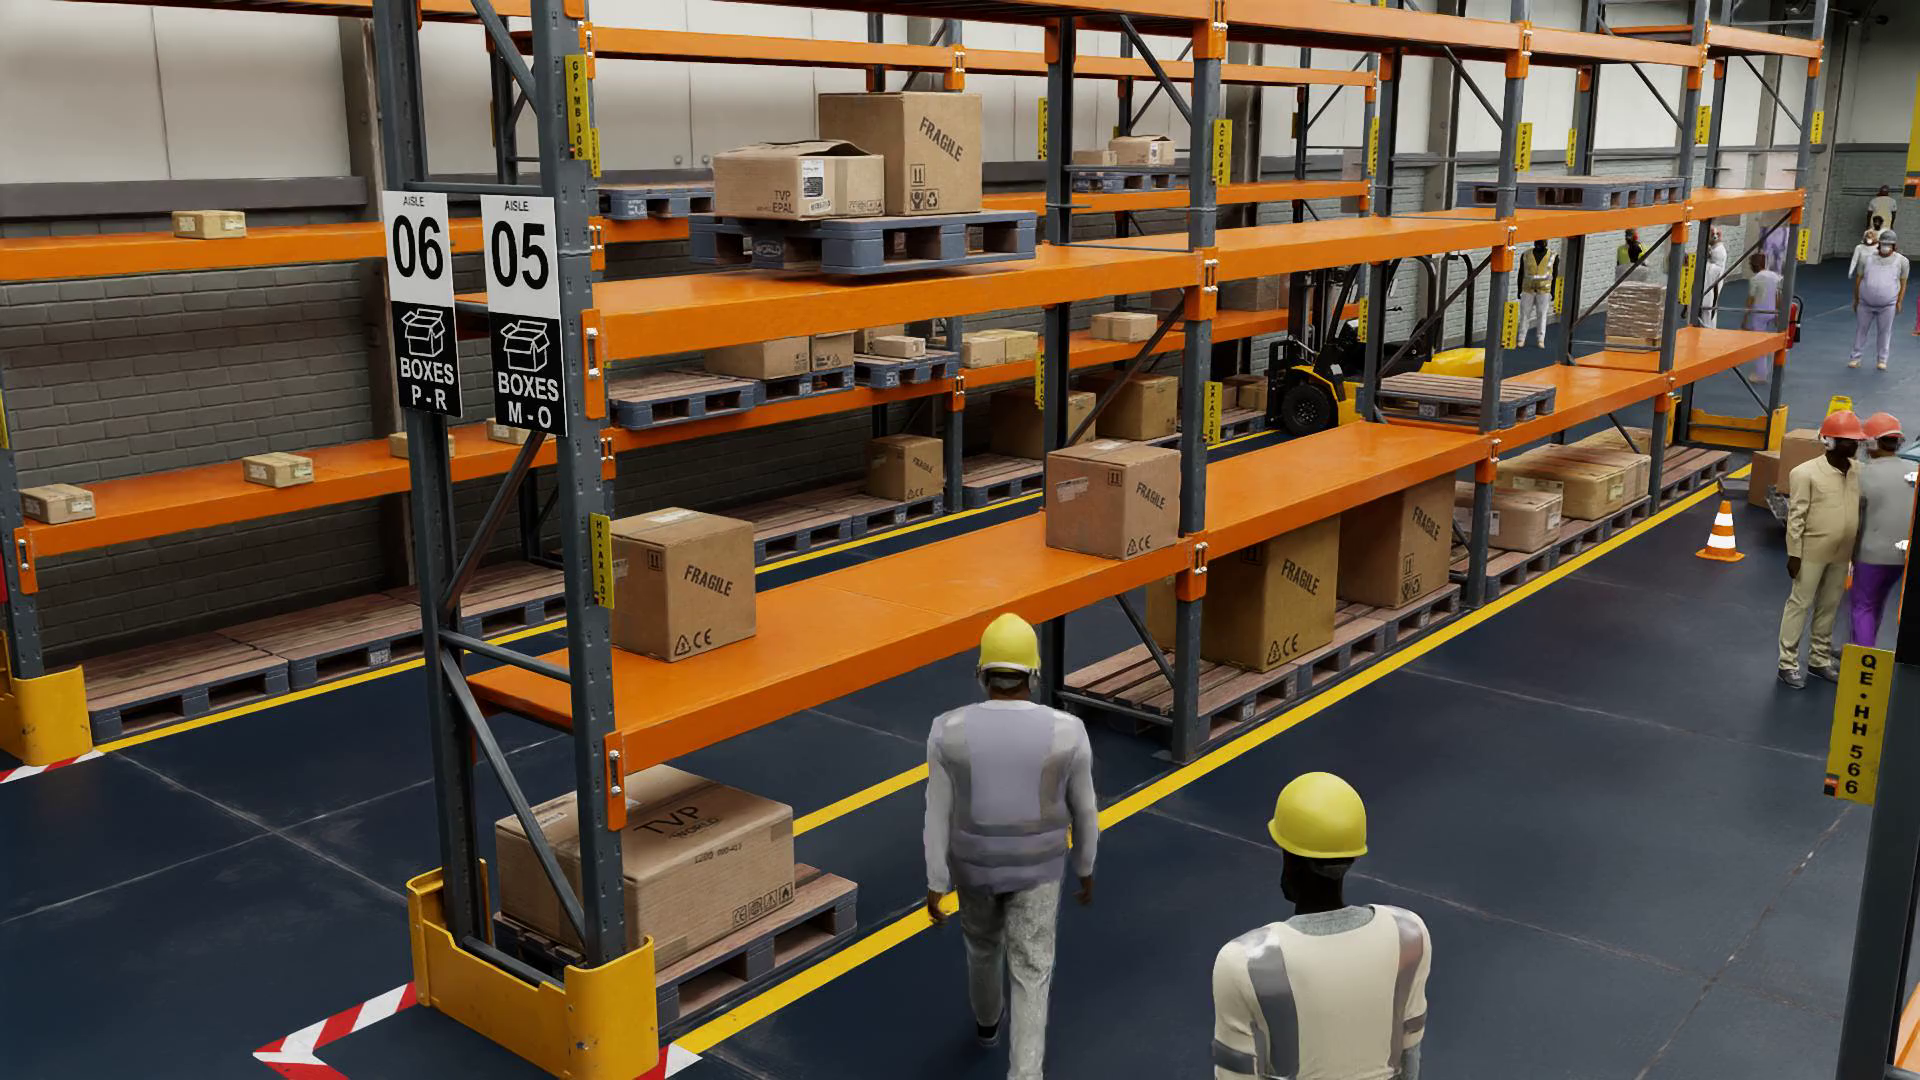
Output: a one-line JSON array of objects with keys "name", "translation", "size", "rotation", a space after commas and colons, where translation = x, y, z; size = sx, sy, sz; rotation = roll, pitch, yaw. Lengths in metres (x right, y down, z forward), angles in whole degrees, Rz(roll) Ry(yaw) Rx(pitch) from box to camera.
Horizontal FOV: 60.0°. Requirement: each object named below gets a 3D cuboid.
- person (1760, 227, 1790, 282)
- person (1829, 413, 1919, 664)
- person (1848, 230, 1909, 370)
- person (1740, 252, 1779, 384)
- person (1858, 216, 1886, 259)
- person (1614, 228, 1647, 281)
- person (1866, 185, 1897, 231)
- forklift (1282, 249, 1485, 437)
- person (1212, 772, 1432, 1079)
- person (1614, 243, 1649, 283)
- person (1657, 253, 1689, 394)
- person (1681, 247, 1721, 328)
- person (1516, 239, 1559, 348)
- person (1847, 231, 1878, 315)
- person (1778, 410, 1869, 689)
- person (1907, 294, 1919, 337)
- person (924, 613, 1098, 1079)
[{"name": "person", "translation": [18.757, -6.837, 38.283], "size": [0.653, 1.853, 0.990], "rotation": [10, 17, 35]}, {"name": "person", "translation": [5.782, 0.052, 10.515], "size": [0.629, 1.714, 0.572], "rotation": [-1, 14, -5]}, {"name": "person", "translation": [13.483, -3.525, 24.421], "size": [0.673, 2.000, 0.535], "rotation": [9, 16, 33]}, {"name": "person", "translation": [11.093, -3.077, 23.087], "size": [0.558, 1.806, 0.510], "rotation": [-8, 16, -29]}, {"name": "person", "translation": [19.775, -6.179, 36.024], "size": [0.910, 1.640, 0.539], "rotation": [-11, 17, -37]}, {"name": "person", "translation": [11.687, -4.530, 28.978], "size": [0.797, 1.822, 0.573], "rotation": [-8, 16, -30]}, {"name": "person", "translation": [24.864, -8.566, 44.944], "size": [0.684, 2.000, 0.536], "rotation": [6, 15, 23]}, {"name": "forklift", "translation": [4.886, -2.214, 18.767], "size": [2.313, 2.155, 1.214], "rotation": [11, 18, 38]}, {"name": "person", "translation": [0.870, 1.505, 4.174], "size": [0.589, 1.928, 0.384], "rotation": [-5, 15, -19]}, {"name": "person", "translation": [9.698, -3.352, 24.069], "size": [0.531, 1.870, 0.316], "rotation": [13, 19, 42]}, {"name": "person", "translation": [9.373, -2.857, 22.004], "size": [0.490, 1.896, 0.632], "rotation": [-2, 14, -7]}, {"name": "person", "translation": [10.804, -3.397, 24.309], "size": [0.505, 1.842, 0.347], "rotation": [-1, 14, -5]}, {"name": "person", "translation": [9.316, -4.025, 26.883], "size": [0.619, 1.838, 0.430], "rotation": [6, 15, 22]}, {"name": "person", "translation": [17.082, -5.017, 31.420], "size": [0.520, 1.597, 0.825], "rotation": [13, 19, 43]}, {"name": "person", "translation": [5.429, 0.056, 10.425], "size": [0.563, 1.755, 0.321], "rotation": [-4, 14, -15]}, {"name": "person", "translation": [16.426, -4.376, 28.032], "size": [0.803, 1.958, 0.632], "rotation": [-8, 16, -30]}, {"name": "person", "translation": [0.184, 1.145, 5.950], "size": [0.616, 1.786, 0.940], "rotation": [1, 14, 3]}]
